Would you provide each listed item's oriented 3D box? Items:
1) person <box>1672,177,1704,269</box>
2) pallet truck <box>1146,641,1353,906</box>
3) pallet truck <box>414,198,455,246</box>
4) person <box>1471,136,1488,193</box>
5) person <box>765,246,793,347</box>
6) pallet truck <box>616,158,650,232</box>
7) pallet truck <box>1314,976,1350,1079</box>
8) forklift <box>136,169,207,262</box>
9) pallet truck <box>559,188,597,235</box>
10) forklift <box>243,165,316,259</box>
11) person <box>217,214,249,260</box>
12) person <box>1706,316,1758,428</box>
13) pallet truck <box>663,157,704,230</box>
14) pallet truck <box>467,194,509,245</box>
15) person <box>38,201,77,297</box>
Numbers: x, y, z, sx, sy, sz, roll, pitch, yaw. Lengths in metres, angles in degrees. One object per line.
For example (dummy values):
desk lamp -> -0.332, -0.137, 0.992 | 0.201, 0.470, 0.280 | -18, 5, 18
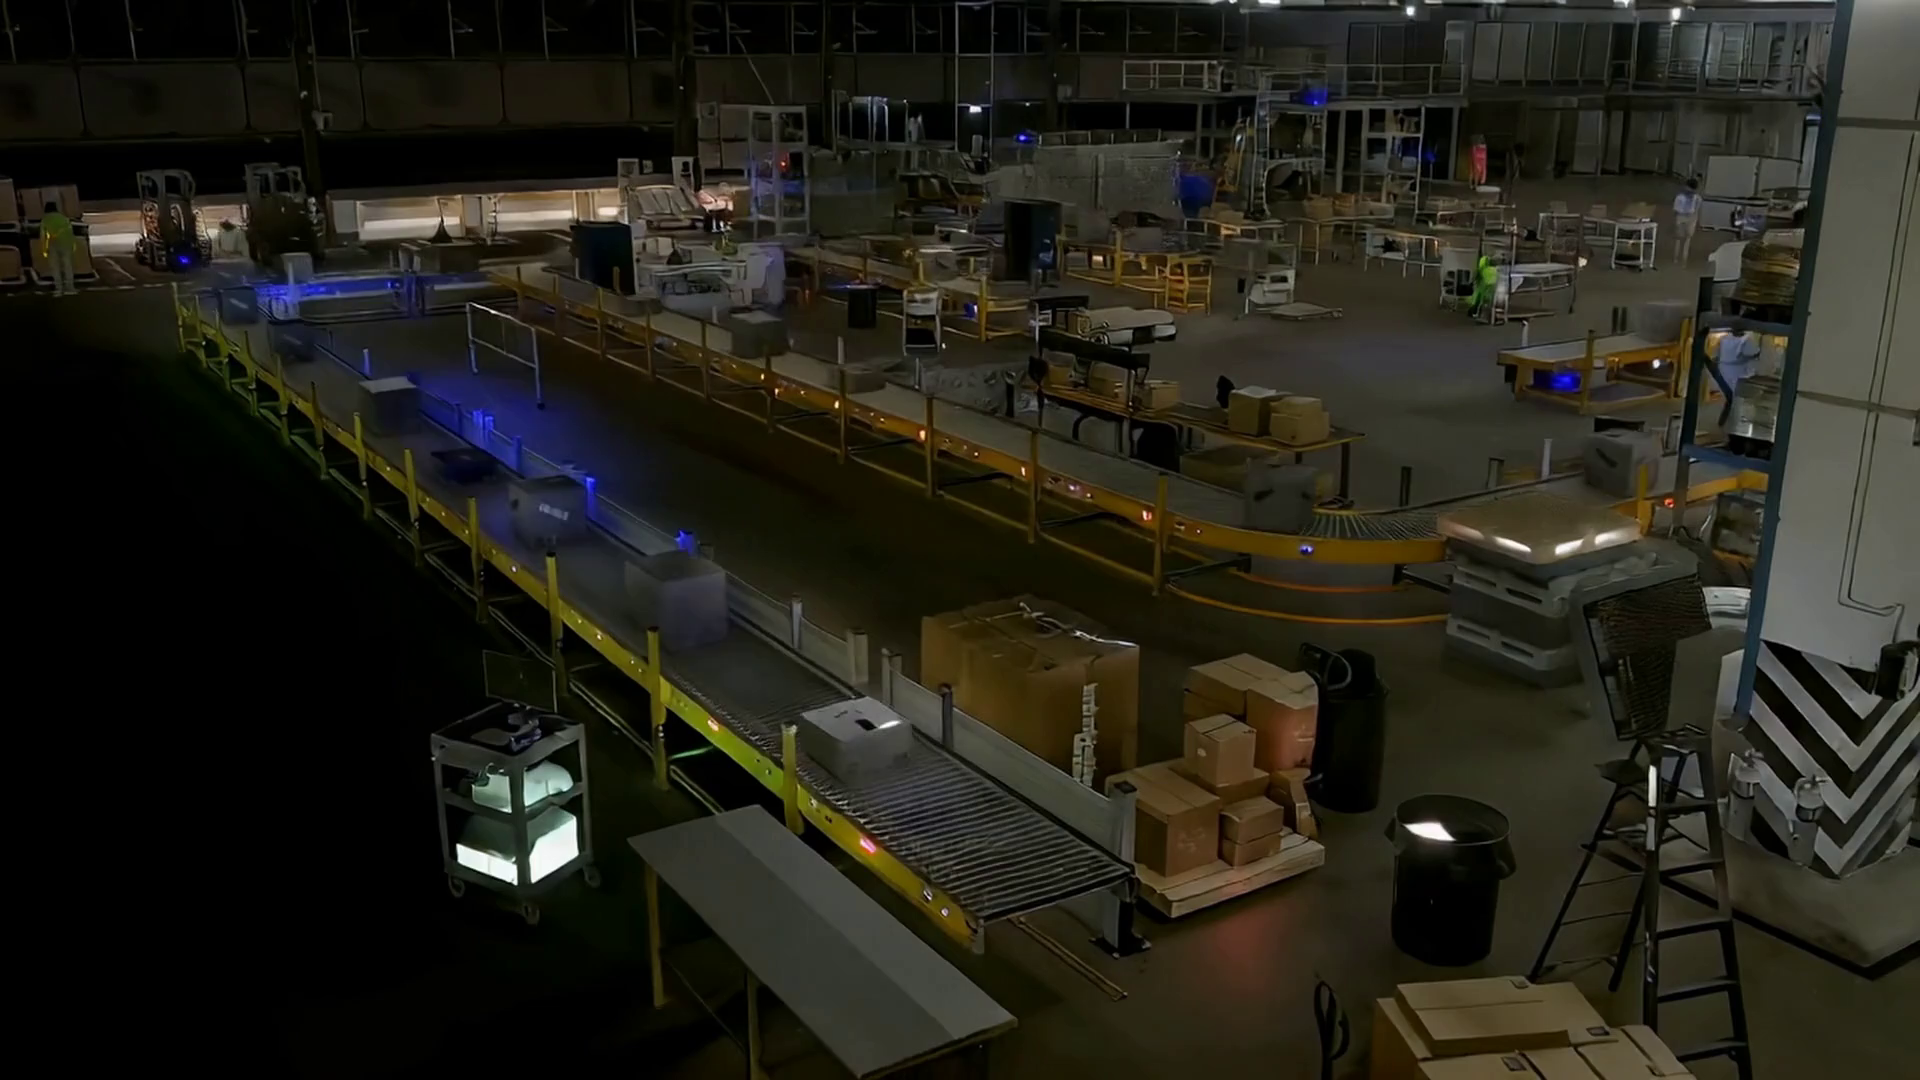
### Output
person -> 16.350, -7.142, 37.426 | 0.632, 2.031, 0.534 | 2, 17, 7
pallet truck -> 1.664, 1.407, 10.232 | 1.630, 1.274, 0.653 | -10, 20, -31
pallet truck -> -13.250, -8.060, 41.856 | 0.680, 1.201, 1.601 | -10, 20, -31
person -> 17.443, -12.612, 55.881 | 0.576, 1.885, 0.355 | -6, 18, -18
person -> -2.969, -3.929, 27.215 | 0.457, 1.754, 0.530 | 7, 18, 22
pallet truck -> -8.918, -9.176, 44.255 | 0.823, 1.965, 1.885 | -9, 19, -27
pallet truck -> 2.299, 2.390, 7.086 | 1.601, 1.201, 0.680 | -2, 17, -7
forklift -> -17.842, -7.318, 37.559 | 1.157, 1.987, 2.680 | -10, 20, -31
pallet truck -> -10.010, -8.652, 43.699 | 0.653, 1.274, 1.630 | -10, 20, -31
forklift -> -15.898, -7.669, 38.708 | 1.157, 1.987, 2.680 | -11, 20, -33
person -> -13.893, -5.324, 31.797 | 0.614, 1.782, 0.953 | 0, 17, 1
person -> 9.780, -2.086, 21.218 | 0.795, 1.657, 0.546 | -9, 19, -29
pallet truck -> -7.586, -9.308, 44.692 | 0.823, 1.965, 1.885 | -11, 20, -33
pallet truck -> -11.983, -8.177, 42.137 | 0.704, 1.261, 1.522 | -11, 20, -33
person -> -18.052, -5.823, 33.266 | 0.406, 1.902, 0.639 | 13, 21, 37
